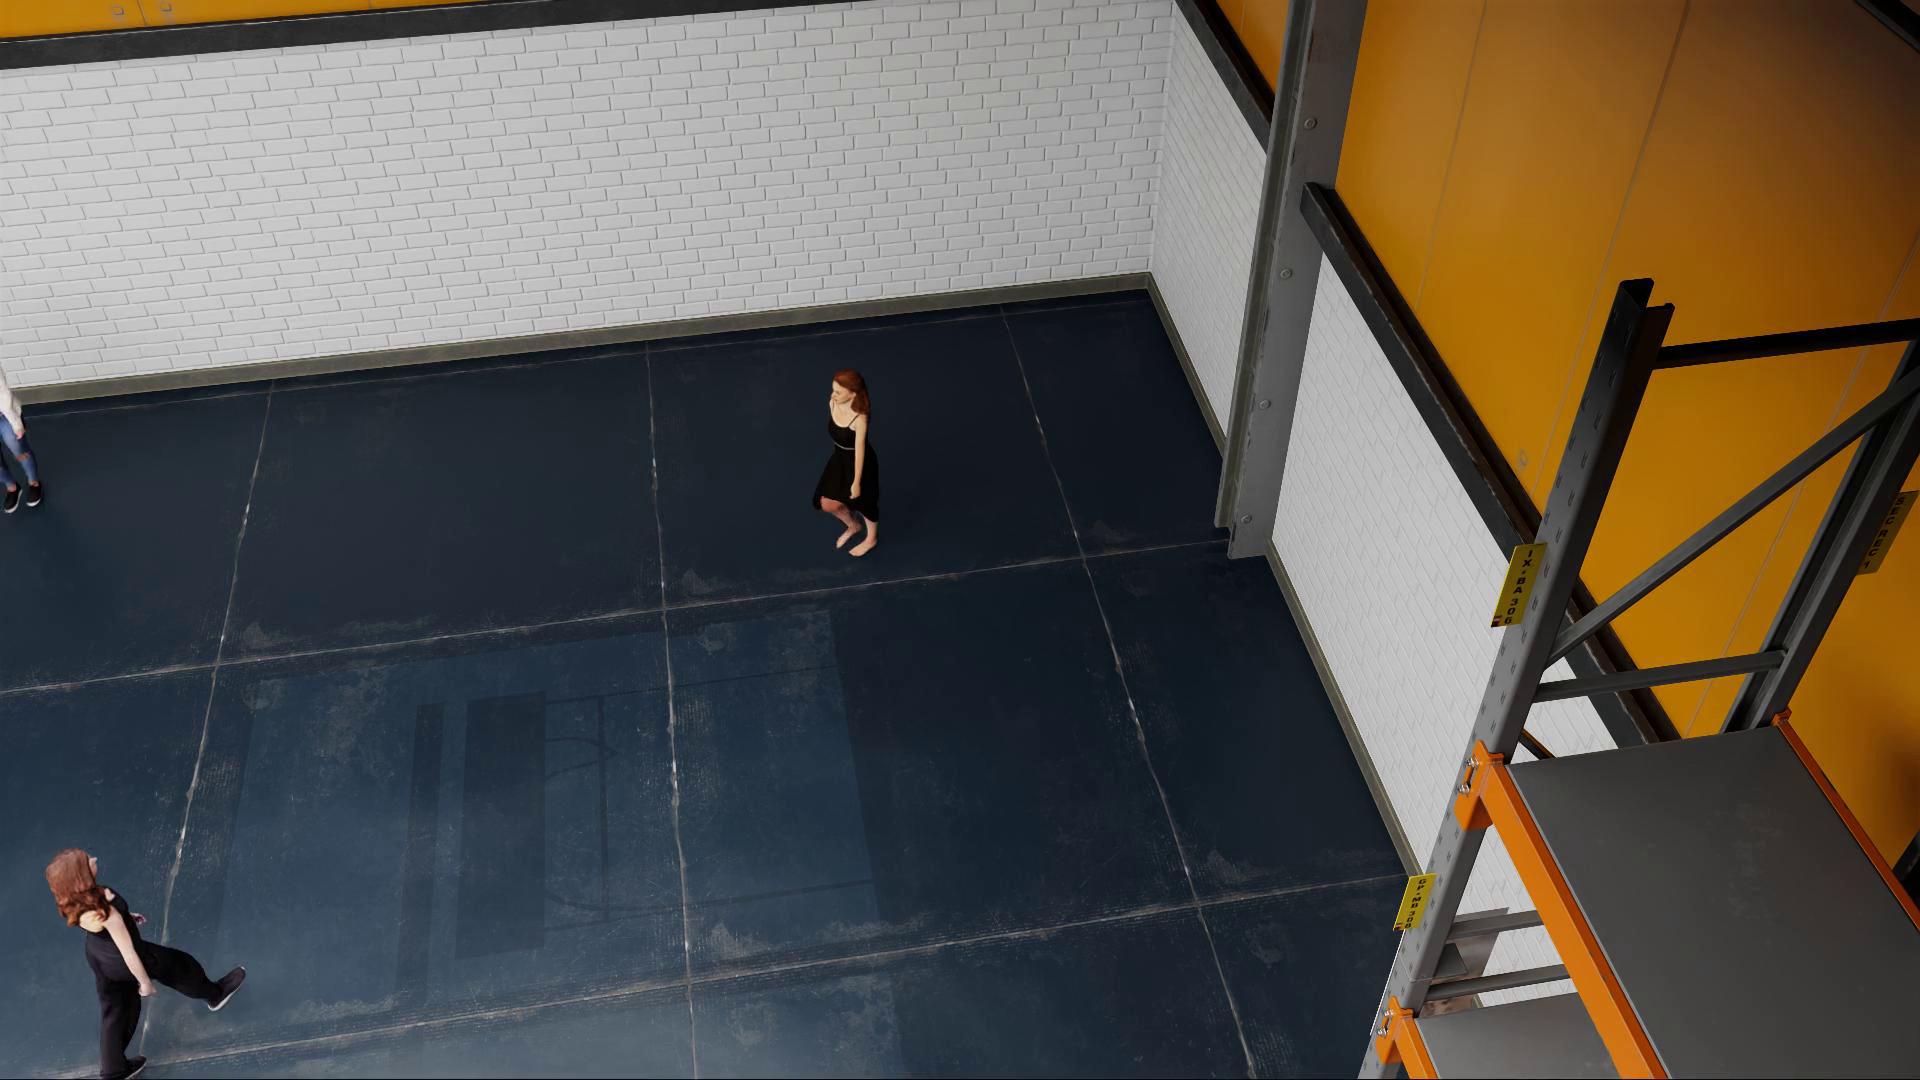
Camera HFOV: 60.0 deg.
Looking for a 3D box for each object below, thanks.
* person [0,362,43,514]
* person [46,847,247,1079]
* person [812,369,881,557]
[{"bbox_3d":[-6.875,-0.901,11.848,0.642,1.669,0.627,3,44,3],"label":"person"},{"bbox_3d":[-4.393,2.216,8.554,1.029,1.700,1.184,20,47,19],"label":"person"},{"bbox_3d":[-0.663,-0.557,11.528,0.783,1.613,0.714,-34,53,-30],"label":"person"}]
